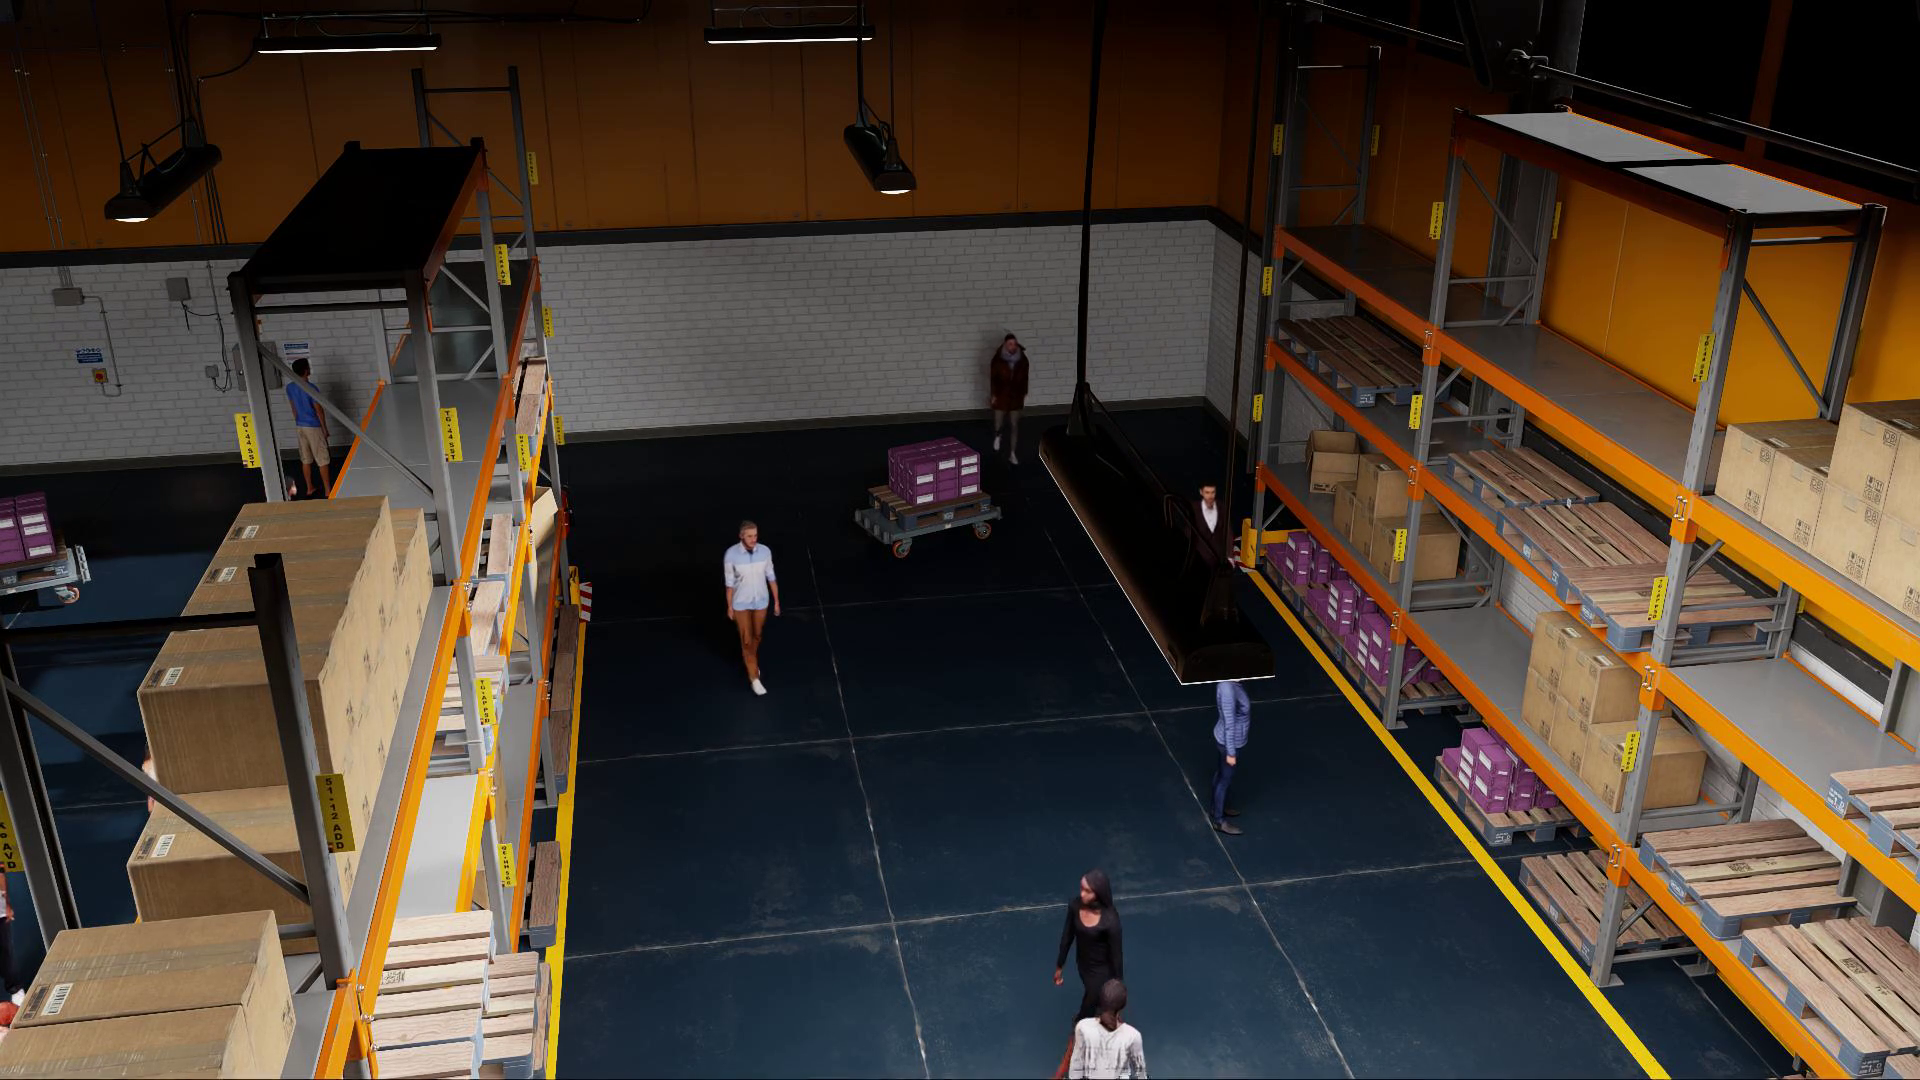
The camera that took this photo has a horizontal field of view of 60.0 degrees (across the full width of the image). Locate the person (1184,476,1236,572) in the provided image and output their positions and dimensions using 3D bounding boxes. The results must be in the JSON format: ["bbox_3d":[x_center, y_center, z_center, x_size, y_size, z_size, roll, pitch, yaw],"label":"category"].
[{"bbox_3d":[2.674,0.159,18.050,0.670,1.824,1.140,-4,24,-8],"label":"person"}]

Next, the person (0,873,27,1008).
[{"bbox_3d":[-7.276,2.751,12.289,0.692,1.687,0.661,-8,25,-18],"label":"person"}]

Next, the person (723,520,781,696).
[{"bbox_3d":[-2.176,0.612,17.046,0.927,1.797,1.103,-14,27,-28],"label":"person"}]

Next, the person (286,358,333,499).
[{"bbox_3d":[-8.484,-1.464,21.713,0.739,1.863,0.735,7,25,16],"label":"person"}]

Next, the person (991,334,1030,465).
[{"bbox_3d":[0.653,-1.967,22.911,0.693,1.826,0.840,-4,24,-8],"label":"person"}]

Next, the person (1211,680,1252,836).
[{"bbox_3d":[2.345,1.732,14.556,0.760,1.740,0.581,3,24,6],"label":"person"}]

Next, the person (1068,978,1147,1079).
[{"bbox_3d":[0.872,3.566,10.364,0.933,1.737,1.107,9,25,19],"label":"person"}]

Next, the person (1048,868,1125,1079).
[{"bbox_3d":[1.005,3.030,11.677,1.060,1.666,1.206,-17,29,-33],"label":"person"}]
